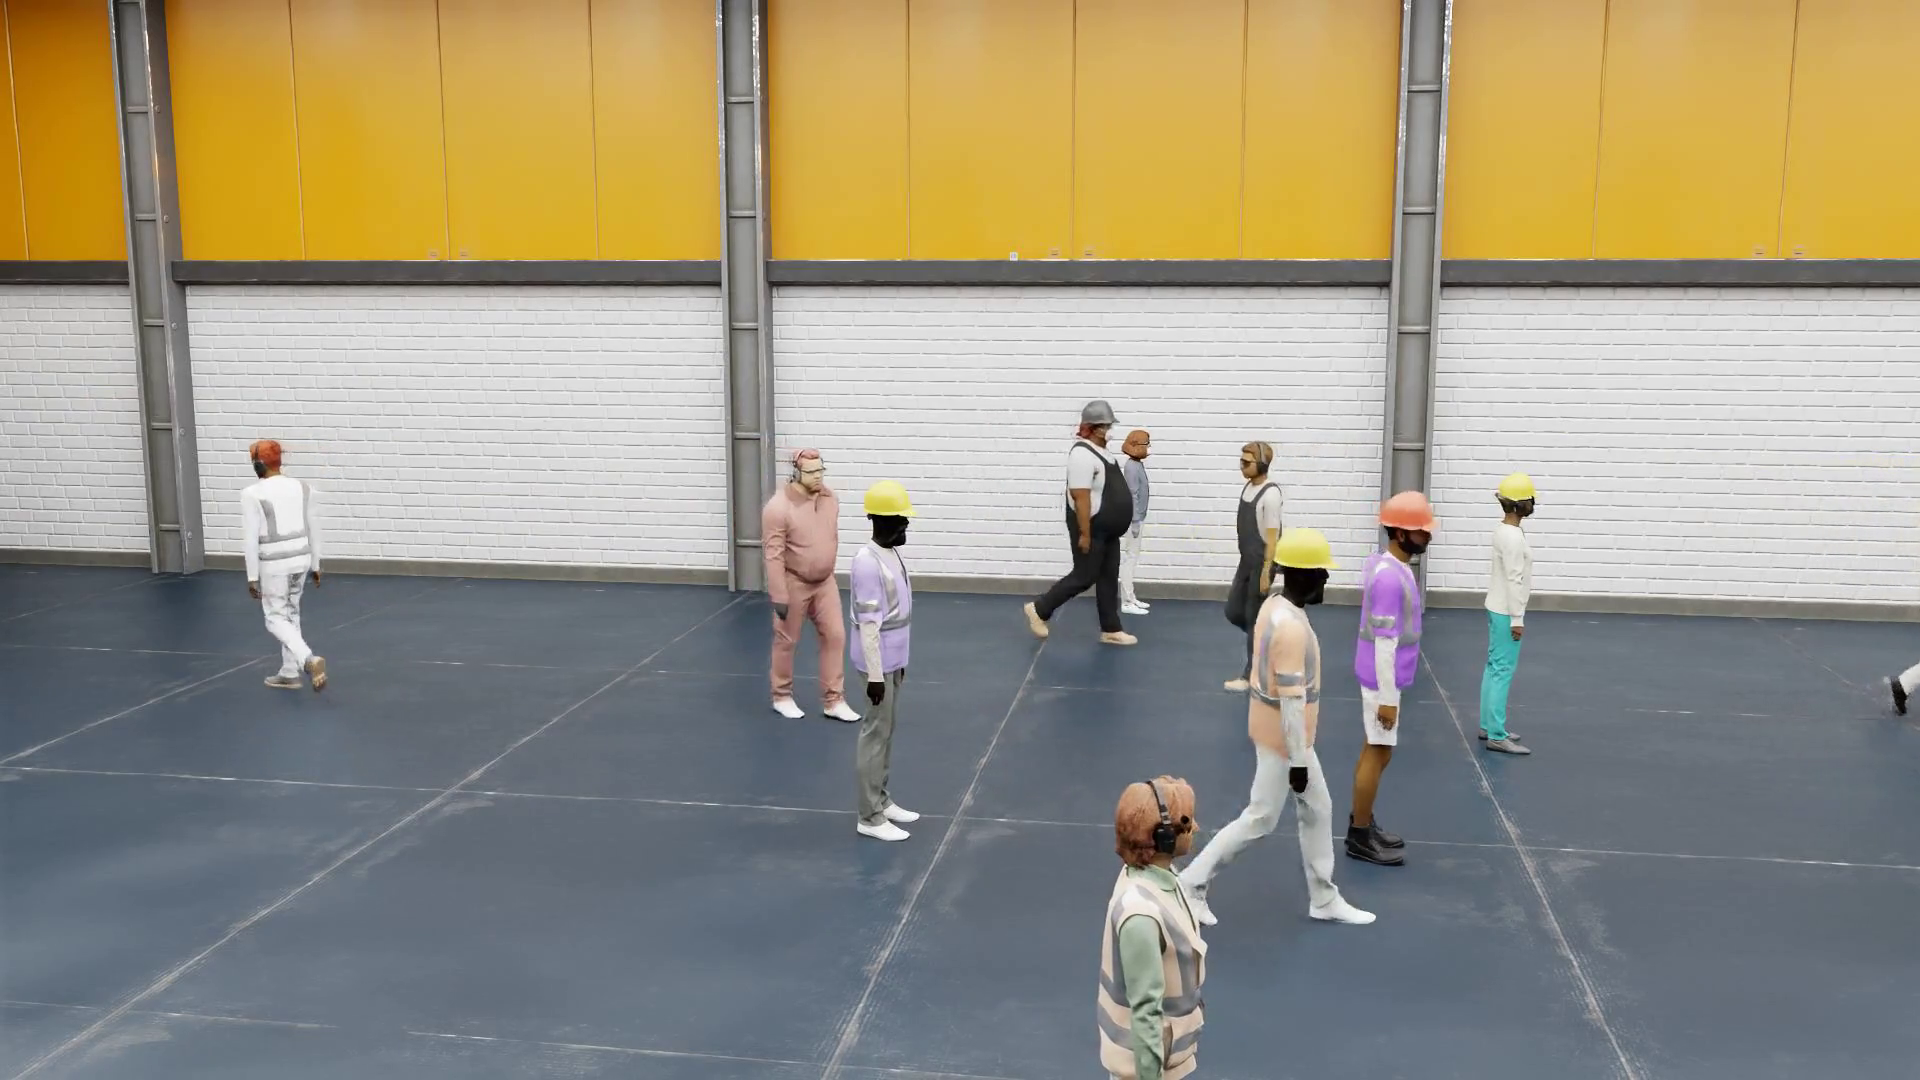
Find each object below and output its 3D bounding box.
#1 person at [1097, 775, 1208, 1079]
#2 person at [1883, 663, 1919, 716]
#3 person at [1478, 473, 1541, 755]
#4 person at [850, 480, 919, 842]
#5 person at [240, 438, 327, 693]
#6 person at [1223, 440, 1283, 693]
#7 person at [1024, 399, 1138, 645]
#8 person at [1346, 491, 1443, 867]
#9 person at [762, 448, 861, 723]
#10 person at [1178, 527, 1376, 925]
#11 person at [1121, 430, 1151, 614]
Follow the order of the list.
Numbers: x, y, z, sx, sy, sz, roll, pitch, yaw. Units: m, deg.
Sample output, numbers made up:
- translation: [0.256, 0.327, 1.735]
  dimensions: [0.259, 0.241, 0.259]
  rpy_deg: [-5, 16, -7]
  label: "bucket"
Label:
- translation: [0.536, 1.464, 4.689]
  dimensions: [0.306, 1.642, 0.523]
  rpy_deg: [1, 9, 9]
  label: "person"
- translation: [6.626, 0.348, 11.075]
  dimensions: [0.738, 1.811, 0.600]
  rpy_deg: [2, 9, 14]
  label: "person"
- translation: [3.486, 0.456, 10.521]
  dimensions: [0.307, 1.770, 0.533]
  rpy_deg: [1, 9, 9]
  label: "person"
- translation: [-0.398, 0.635, 8.929]
  dimensions: [0.369, 1.925, 0.594]
  rpy_deg: [1, 9, 9]
  label: "person"
- translation: [-4.766, 0.200, 11.845]
  dimensions: [0.743, 1.858, 0.618]
  rpy_deg: [5, 11, 30]
  label: "person"
- translation: [2.159, 0.191, 11.956]
  dimensions: [0.477, 1.833, 0.541]
  rpy_deg: [-2, 9, -12]
  label: "person"
- translation: [0.991, -0.154, 13.448]
  dimensions: [0.835, 2.000, 0.679]
  rpy_deg: [3, 10, 19]
  label: "person"
- translation: [2.220, 0.705, 8.541]
  dimensions: [0.448, 1.922, 0.571]
  rpy_deg: [3, 10, 17]
  label: "person"
- translation: [-1.001, 0.312, 11.096]
  dimensions: [0.660, 1.866, 0.812]
  rpy_deg: [-9, 13, -43]
  label: "person"
- translation: [1.426, 0.869, 7.627]
  dimensions: [0.933, 1.893, 0.599]
  rpy_deg: [1, 9, 9]
  label: "person"
- translation: [1.563, -0.166, 14.773]
  dimensions: [0.273, 1.632, 0.507]
  rpy_deg: [1, 9, 9]
  label: "person"
